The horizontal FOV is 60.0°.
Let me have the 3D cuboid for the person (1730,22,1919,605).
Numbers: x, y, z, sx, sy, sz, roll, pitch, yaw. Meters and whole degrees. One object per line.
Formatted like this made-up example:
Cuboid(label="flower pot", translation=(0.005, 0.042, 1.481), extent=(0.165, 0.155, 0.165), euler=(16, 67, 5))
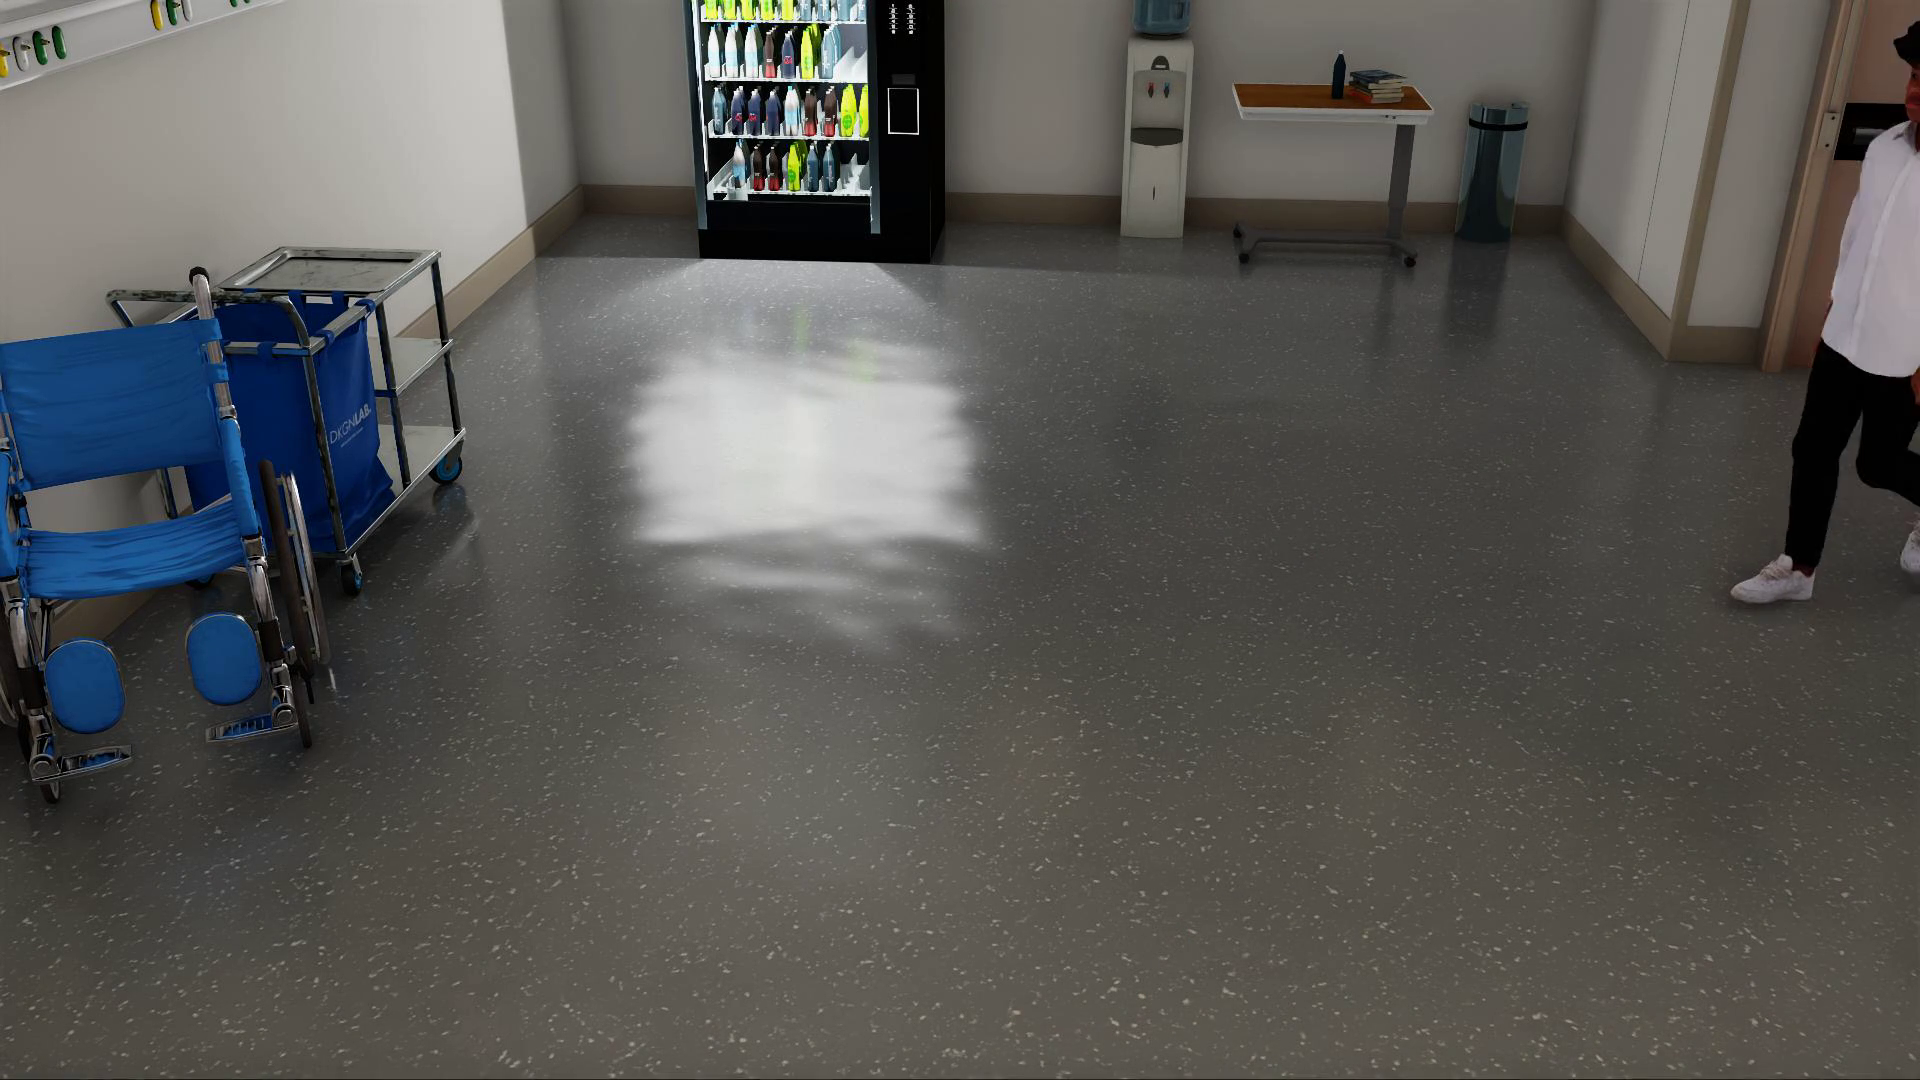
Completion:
Cuboid(label="person", translation=(2.793, -0.623, 4.890), extent=(1.079, 1.792, 0.869), euler=(-7, 27, -15))
